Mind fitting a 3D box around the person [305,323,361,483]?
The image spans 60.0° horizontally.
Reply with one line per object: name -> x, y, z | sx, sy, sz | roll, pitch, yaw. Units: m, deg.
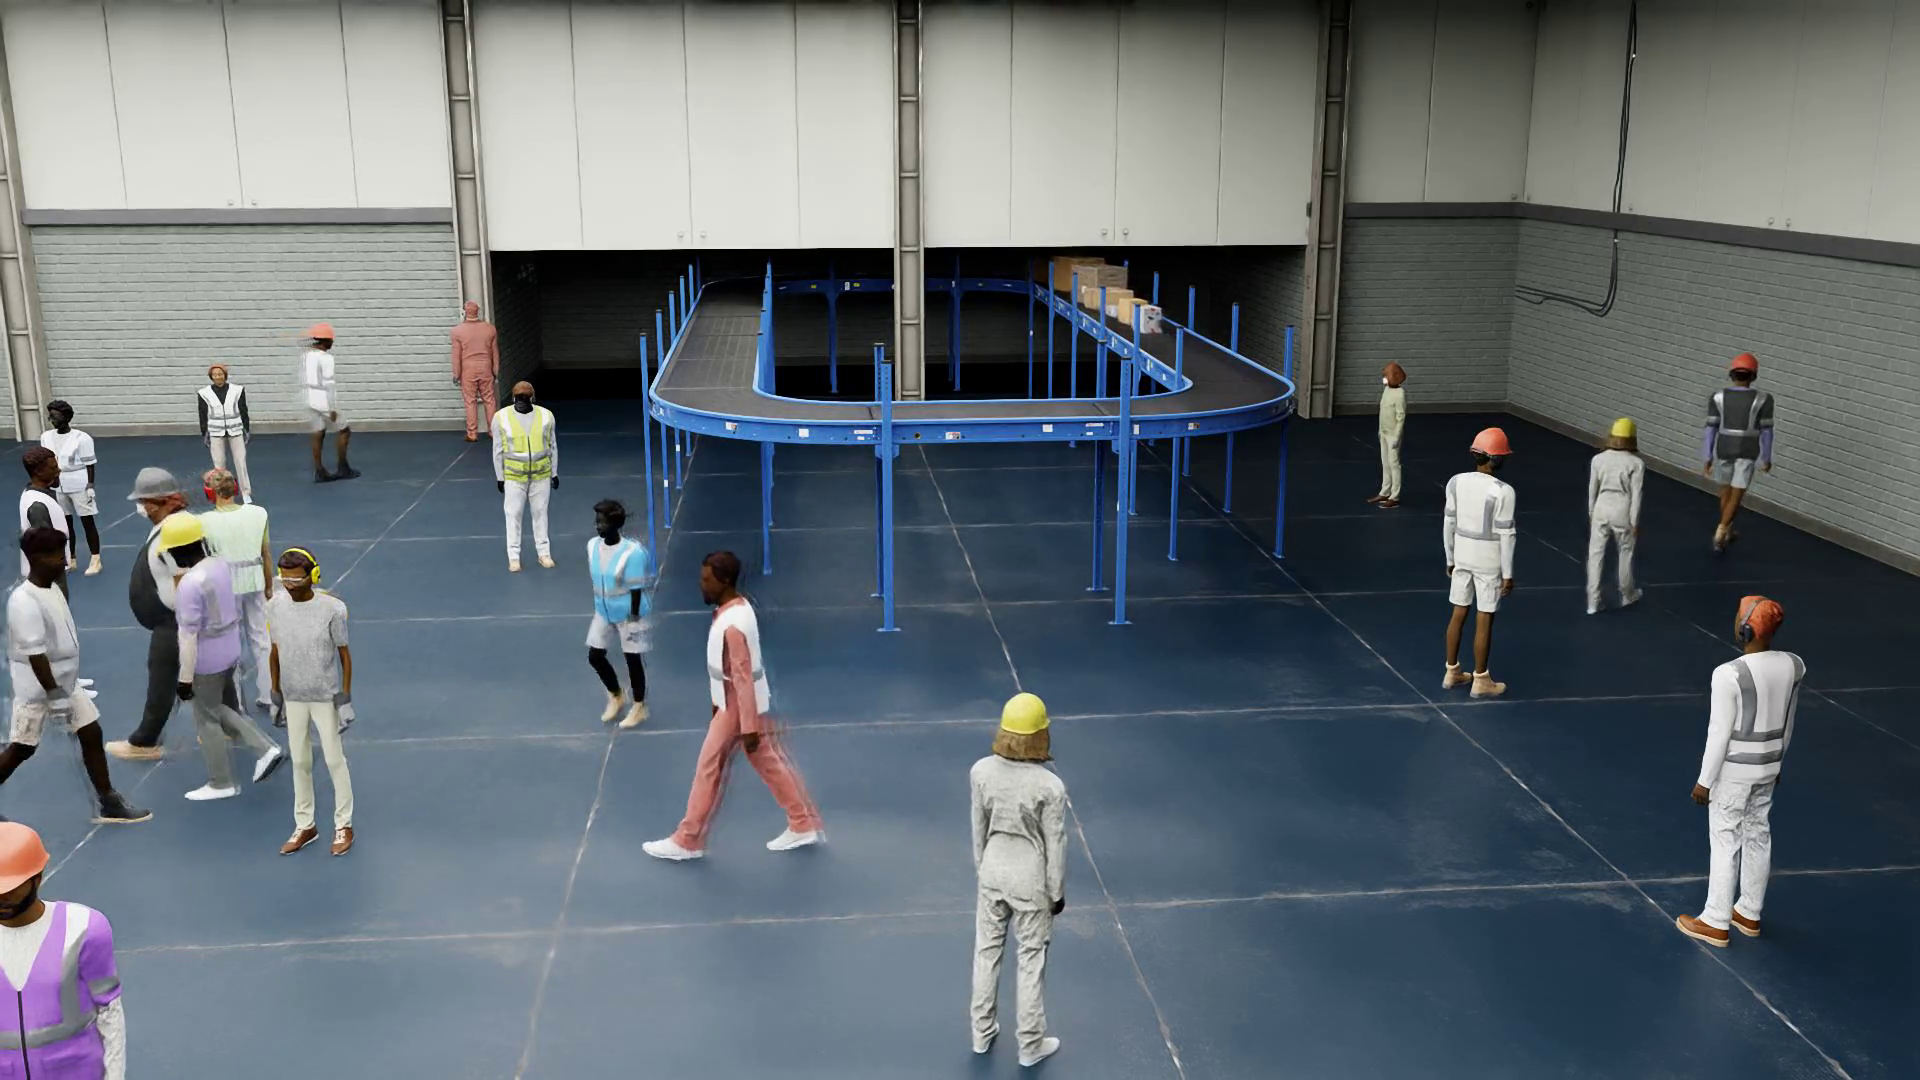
person -> -7.556, -1.656, 20.027 | 0.581, 1.914, 0.688 | 11, 18, 38

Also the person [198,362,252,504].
person -> -8.278, -1.191, 18.754 | 0.519, 1.633, 0.311 | -6, 15, -23

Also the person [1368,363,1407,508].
person -> 4.835, -1.180, 18.705 | 0.268, 1.630, 0.519 | -2, 14, -9

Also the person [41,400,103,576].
person -> -8.468, -0.494, 15.828 | 0.538, 1.696, 0.317 | 1, 14, 6

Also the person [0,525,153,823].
person -> -5.568, 0.853, 10.016 | 1.022, 1.922, 0.603 | -2, 14, -7

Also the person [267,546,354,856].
person -> -3.812, 0.942, 9.748 | 0.507, 1.865, 0.329 | 1, 14, 4

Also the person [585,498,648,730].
person -> -2.421, 0.528, 11.752 | 0.540, 1.684, 0.397 | 8, 16, 28

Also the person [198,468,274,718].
person -> -5.220, 0.393, 12.003 | 0.394, 1.836, 0.560 | 13, 19, 43

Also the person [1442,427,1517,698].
person -> 3.913, 0.165, 12.490 | 0.373, 2.043, 0.615 | -9, 17, -33

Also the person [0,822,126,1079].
person -> -3.206, 1.888, 5.807 | 0.552, 1.937, 0.356 | -4, 14, -14

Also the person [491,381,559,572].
person -> -4.177, -0.620, 16.051 | 0.619, 1.839, 0.430 | -7, 16, -25

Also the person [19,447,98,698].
person -> -6.783, 0.249, 12.405 | 0.392, 1.920, 0.593 | -8, 16, -30

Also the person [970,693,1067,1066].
person -> 0.271, 1.540, 7.622 | 0.489, 1.738, 0.344 | 8, 16, 30

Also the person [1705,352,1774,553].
person -> 7.810, -0.881, 16.766 | 0.608, 2.013, 1.004 | 13, 19, 42

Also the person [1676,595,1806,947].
person -> 4.076, 1.199, 8.676 | 0.574, 1.885, 0.355 | -6, 15, -24

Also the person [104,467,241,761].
person -> -5.407, 0.472, 11.267 | 0.959, 2.000, 0.710 | -6, 15, -21

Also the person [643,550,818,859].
person -> -1.326, 0.957, 9.680 | 1.027, 1.867, 0.612 | -1, 14, -6

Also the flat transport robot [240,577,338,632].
flat transport robot -> -6.133, 0.525, 14.647 | 1.431, 0.197, 0.652 | 11, 18, 36

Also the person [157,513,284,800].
person -> -4.707, 0.739, 10.501 | 0.503, 1.897, 0.591 | -1, 14, -5

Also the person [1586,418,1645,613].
person -> 5.841, -0.234, 14.735 | 0.508, 1.709, 0.798 | 13, 19, 42

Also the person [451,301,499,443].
person -> -6.577, -2.283, 22.561 | 0.652, 1.906, 0.402 | -10, 17, -34
